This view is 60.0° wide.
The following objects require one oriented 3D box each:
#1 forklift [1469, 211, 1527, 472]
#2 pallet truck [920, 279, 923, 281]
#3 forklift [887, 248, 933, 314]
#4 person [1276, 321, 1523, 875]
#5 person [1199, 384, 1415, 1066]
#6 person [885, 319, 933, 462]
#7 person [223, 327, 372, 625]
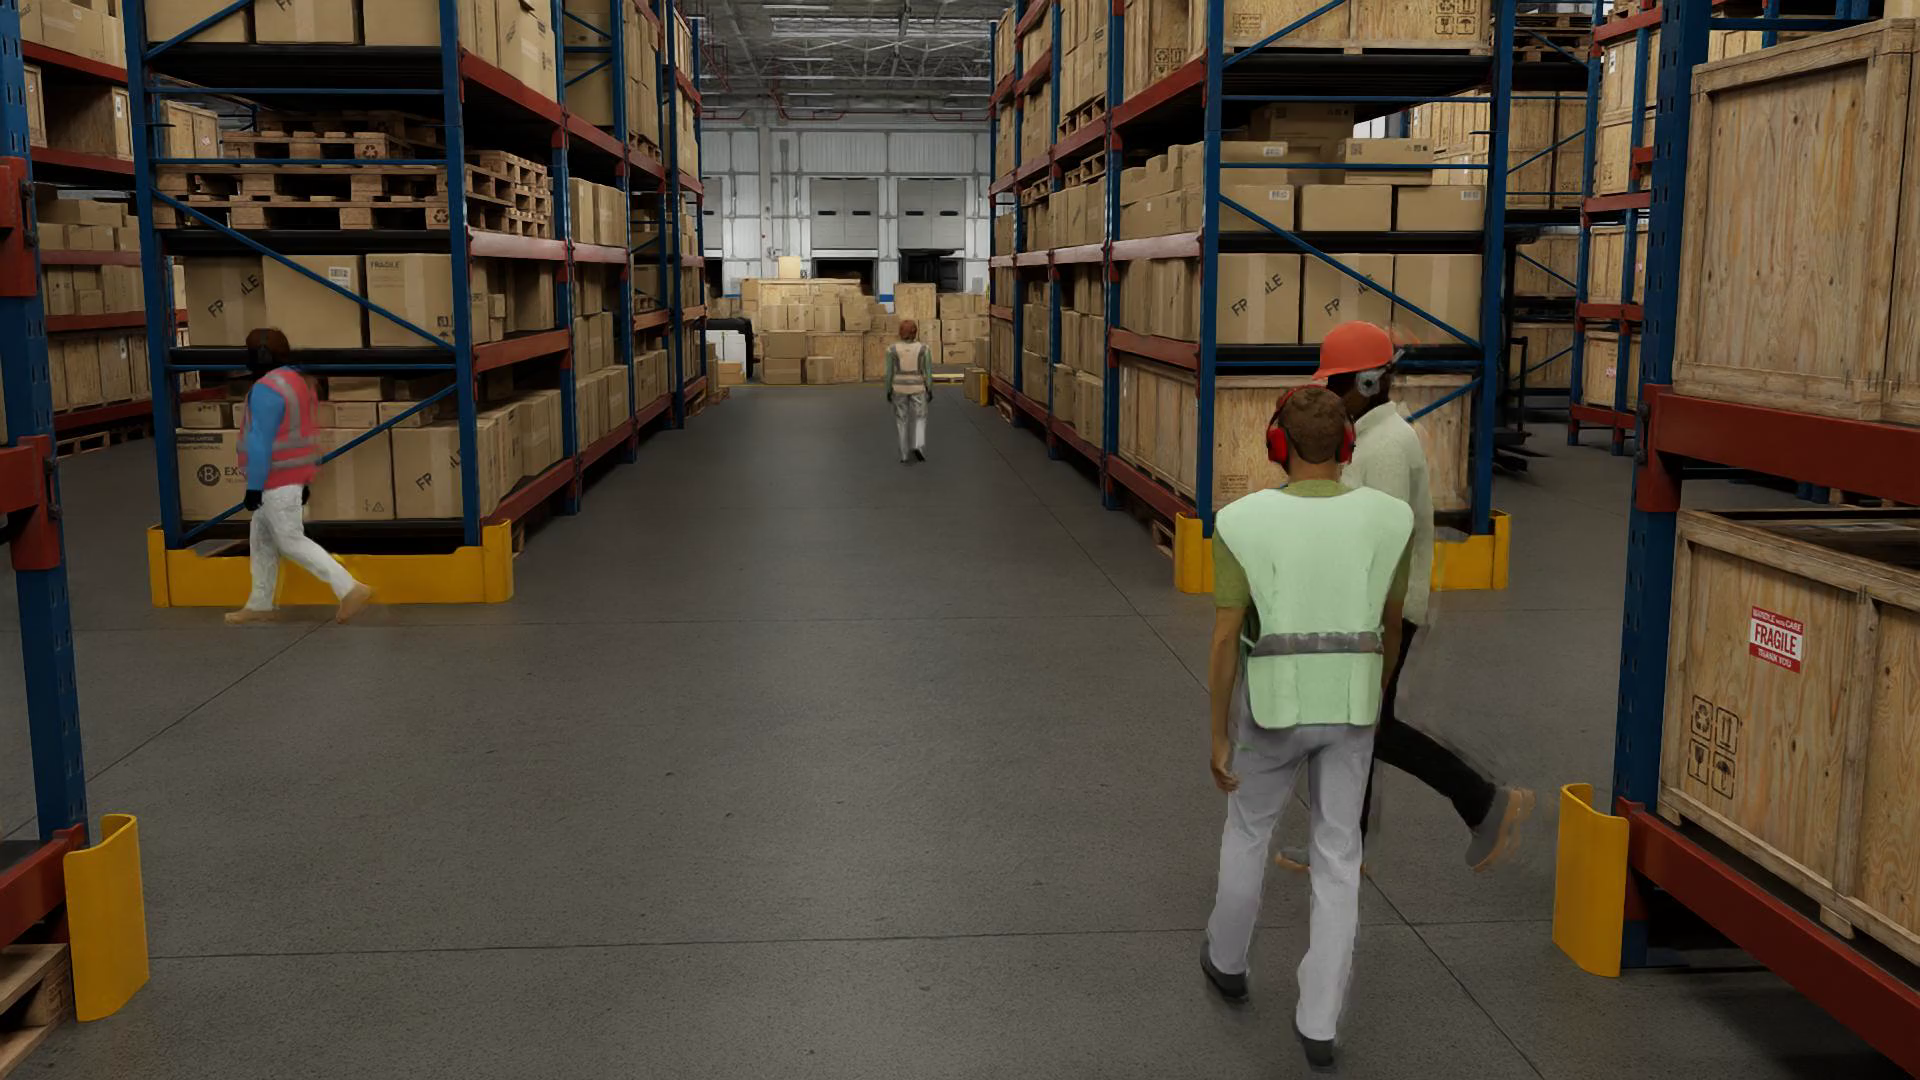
[{"bbox_3d":[5.392,-2.225,18.304,1.129,2.768,1.873,-1,9,-4],"label":"forklift"},{"bbox_3d":[-0.932,-8.922,63.114,1.885,1.965,0.823,2,9,13],"label":"pallet truck"},{"bbox_3d":[-1.178,-6.445,44.800,1.129,2.768,1.873,-7,11,-37],"label":"forklift"},{"bbox_3d":[1.531,0.235,5.741,0.738,1.963,0.654,1,9,8],"label":"person"},{"bbox_3d":[0.947,0.475,4.670,0.569,1.814,0.806,0,9,-1],"label":"person"},{"bbox_3d":[-0.572,-1.669,18.728,0.530,1.624,0.450,0,9,-1],"label":"person"},{"bbox_3d":[-4.017,-0.369,9.989,0.853,1.816,0.620,-1,9,-9],"label":"person"}]
